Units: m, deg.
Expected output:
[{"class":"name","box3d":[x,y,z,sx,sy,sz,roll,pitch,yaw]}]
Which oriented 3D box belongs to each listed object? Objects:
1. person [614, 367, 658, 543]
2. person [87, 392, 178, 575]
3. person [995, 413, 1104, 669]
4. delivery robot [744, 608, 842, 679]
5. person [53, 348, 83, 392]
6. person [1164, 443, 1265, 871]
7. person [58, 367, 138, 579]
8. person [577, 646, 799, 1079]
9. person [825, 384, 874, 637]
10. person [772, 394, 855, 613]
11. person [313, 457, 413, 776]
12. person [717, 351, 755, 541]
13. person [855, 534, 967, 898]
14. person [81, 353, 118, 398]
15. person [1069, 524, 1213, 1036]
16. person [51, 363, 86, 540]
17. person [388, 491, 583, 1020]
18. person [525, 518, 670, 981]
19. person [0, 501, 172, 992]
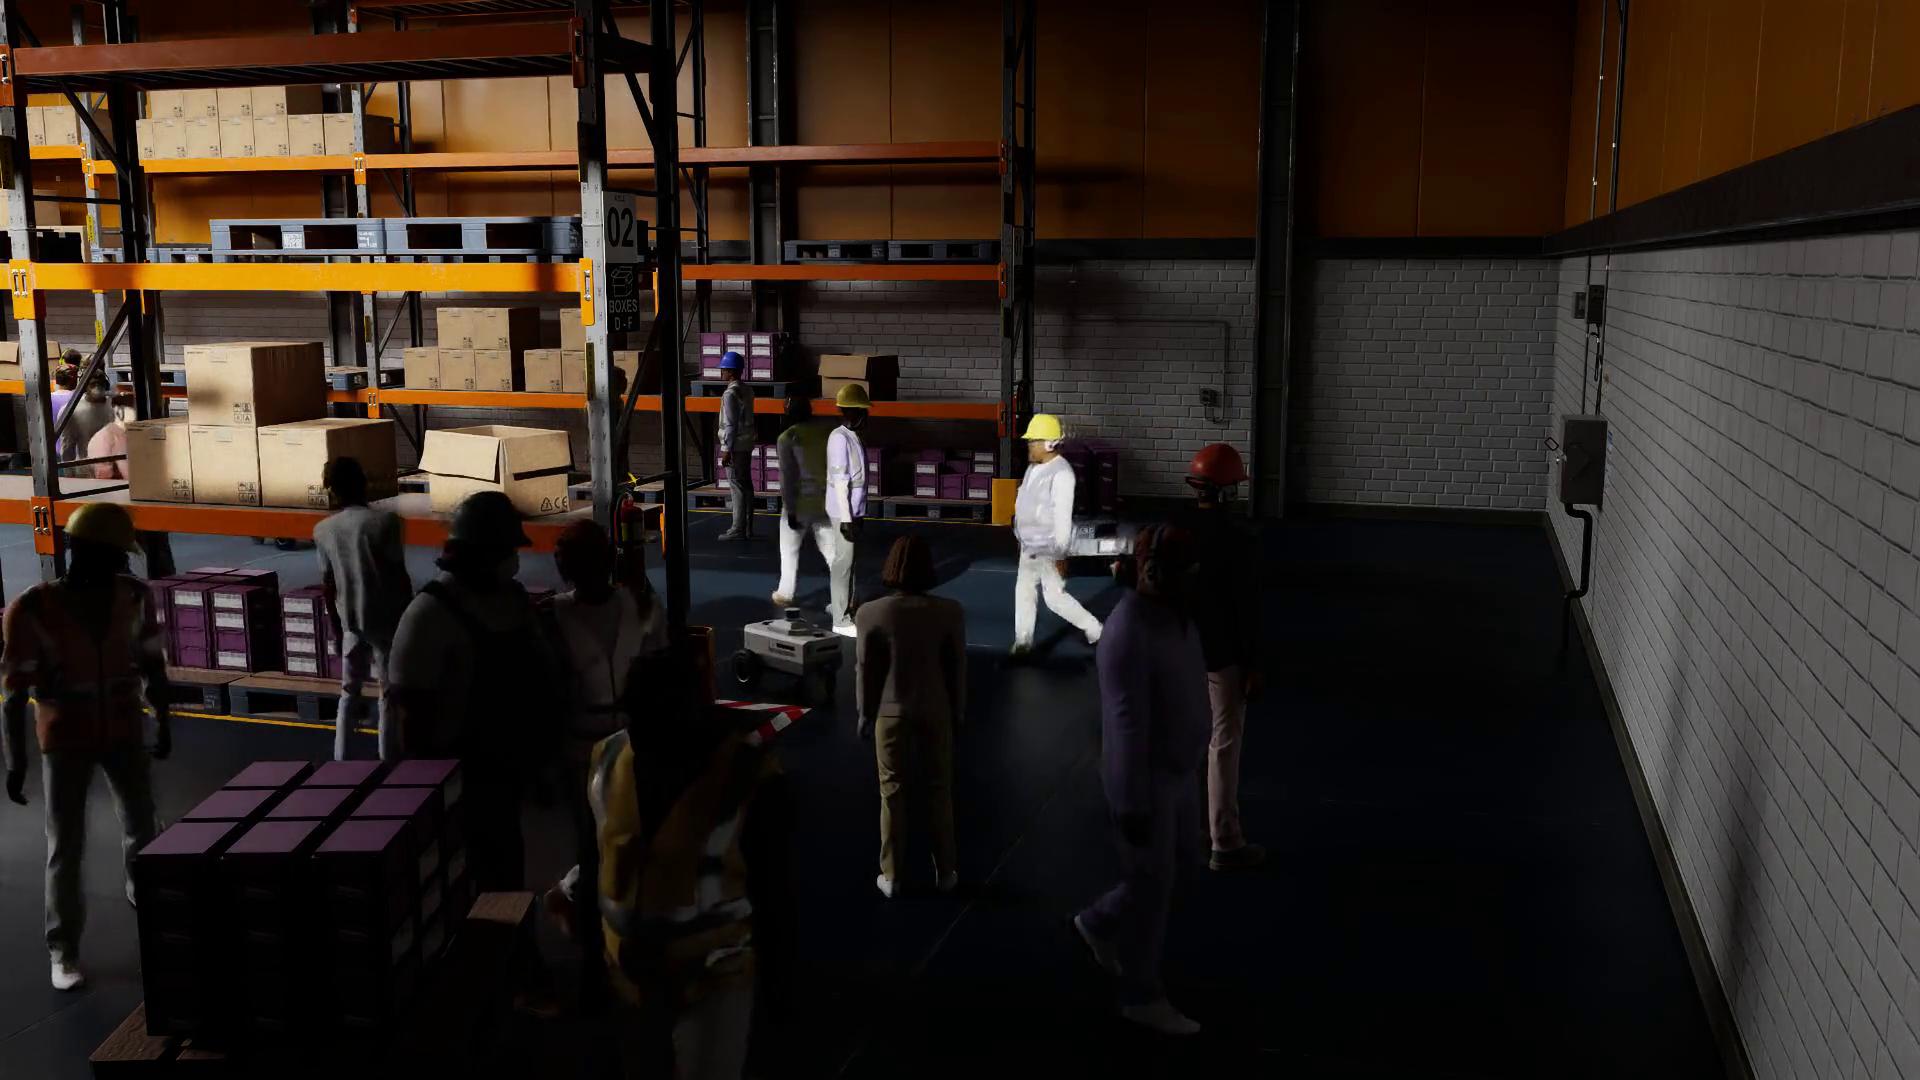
[{"class":"person","box3d":[-3.562,-0.863,16.937,0.866,1.817,0.522,0,9,2]},{"class":"person","box3d":[-6.390,-0.216,12.873,1.009,1.853,0.645,3,10,18]},{"class":"person","box3d":[0.661,0.011,11.623,0.779,1.810,0.599,-3,10,-20]},{"class":"delivery robot","box3d":[-1.103,0.691,10.997,0.707,0.478,0.477,9,13,43]},{"class":"person","box3d":[-10.323,-1.306,19.465,0.311,1.868,0.533,6,11,34]},{"class":"person","box3d":[1.179,0.542,7.809,0.378,1.996,0.611,-8,12,-40]},{"class":"person","box3d":[-7.628,-0.574,14.784,0.357,1.938,0.638,8,13,42]},{"class":"person","box3d":[-0.723,1.158,4.631,0.635,1.813,0.768,3,10,19]},{"class":"person","box3d":[-0.836,-0.232,12.734,0.374,1.928,0.584,1,9,5]},{"class":"person","box3d":[-1.189,-0.291,13.556,0.646,1.805,0.933,-8,12,-39]},{"class":"person","box3d":[-3.063,0.484,8.694,0.658,1.832,0.330,2,10,15]},{"class":"person","box3d":[-2.301,-0.961,17.117,0.391,1.948,0.606,2,9,10]},{"class":"person","box3d":[-0.215,0.786,7.418,0.498,1.634,0.282,-1,9,-4]},{"class":"person","box3d":[-8.783,-0.943,17.035,0.357,1.937,0.637,-2,10,-14]},{"class":"person","box3d":[0.676,0.869,6.155,0.517,1.893,0.649,5,11,27]},{"class":"person","box3d":[-8.955,-0.846,16.736,0.569,1.840,0.373,1,9,4]},{"class":"person","box3d":[-1.885,0.763,6.328,0.979,2.000,0.691,3,10,19]},{"class":"person","box3d":[-1.434,0.813,6.567,0.603,1.864,0.576,-7,12,-37]},{"class":"person","box3d":[-3.528,0.781,6.683,0.584,1.897,0.713,8,13,42]}]
